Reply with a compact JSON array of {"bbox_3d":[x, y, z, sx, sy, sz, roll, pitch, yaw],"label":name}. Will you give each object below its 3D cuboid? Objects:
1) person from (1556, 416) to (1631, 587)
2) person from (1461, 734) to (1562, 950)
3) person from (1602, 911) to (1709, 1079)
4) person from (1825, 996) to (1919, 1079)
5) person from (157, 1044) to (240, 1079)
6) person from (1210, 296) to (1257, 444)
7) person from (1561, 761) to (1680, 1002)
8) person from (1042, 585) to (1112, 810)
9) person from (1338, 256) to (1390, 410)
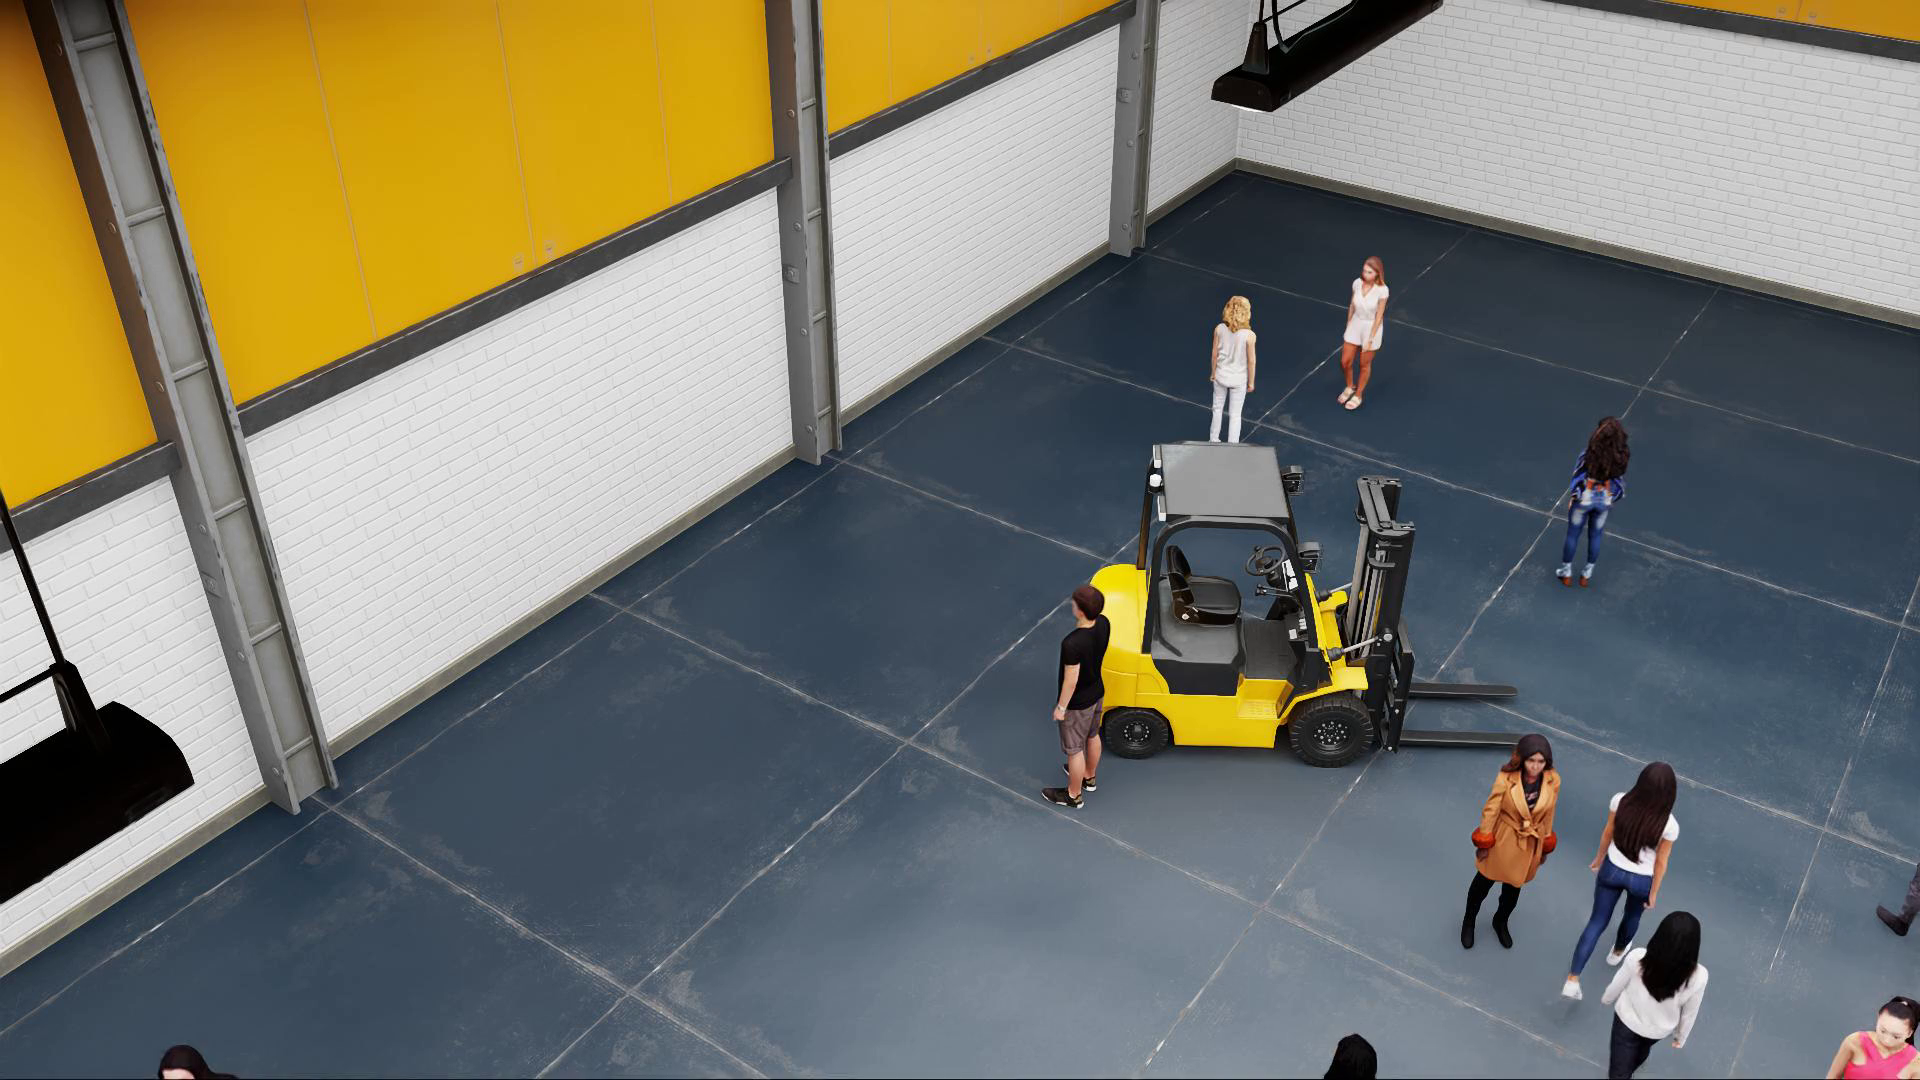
[{"bbox_3d":[5.365,-0.328,14.087,0.701,1.619,0.721,1,34,2],"label":"person"},{"bbox_3d":[3.519,1.931,10.598,0.783,1.720,0.795,1,34,1],"label":"person"},{"bbox_3d":[3.842,2.788,9.361,0.915,1.660,1.182,6,34,9],"label":"person"},{"bbox_3d":[4.841,3.056,8.919,0.606,1.704,0.922,20,39,28],"label":"person"},{"bbox_3d":[-3.869,3.182,8.697,0.926,1.739,1.000,-2,34,-3],"label":"person"},{"bbox_3d":[2.586,-1.565,15.901,0.608,1.671,0.537,19,38,26],"label":"person"},{"bbox_3d":[4.060,2.145,10.255,0.684,1.743,1.138,27,42,34],"label":"person"},{"bbox_3d":[0.860,1.090,11.733,0.717,1.863,0.499,21,39,28],"label":"person"},{"bbox_3d":[4.114,-2.106,16.704,0.566,1.683,0.603,25,41,33],"label":"person"}]
